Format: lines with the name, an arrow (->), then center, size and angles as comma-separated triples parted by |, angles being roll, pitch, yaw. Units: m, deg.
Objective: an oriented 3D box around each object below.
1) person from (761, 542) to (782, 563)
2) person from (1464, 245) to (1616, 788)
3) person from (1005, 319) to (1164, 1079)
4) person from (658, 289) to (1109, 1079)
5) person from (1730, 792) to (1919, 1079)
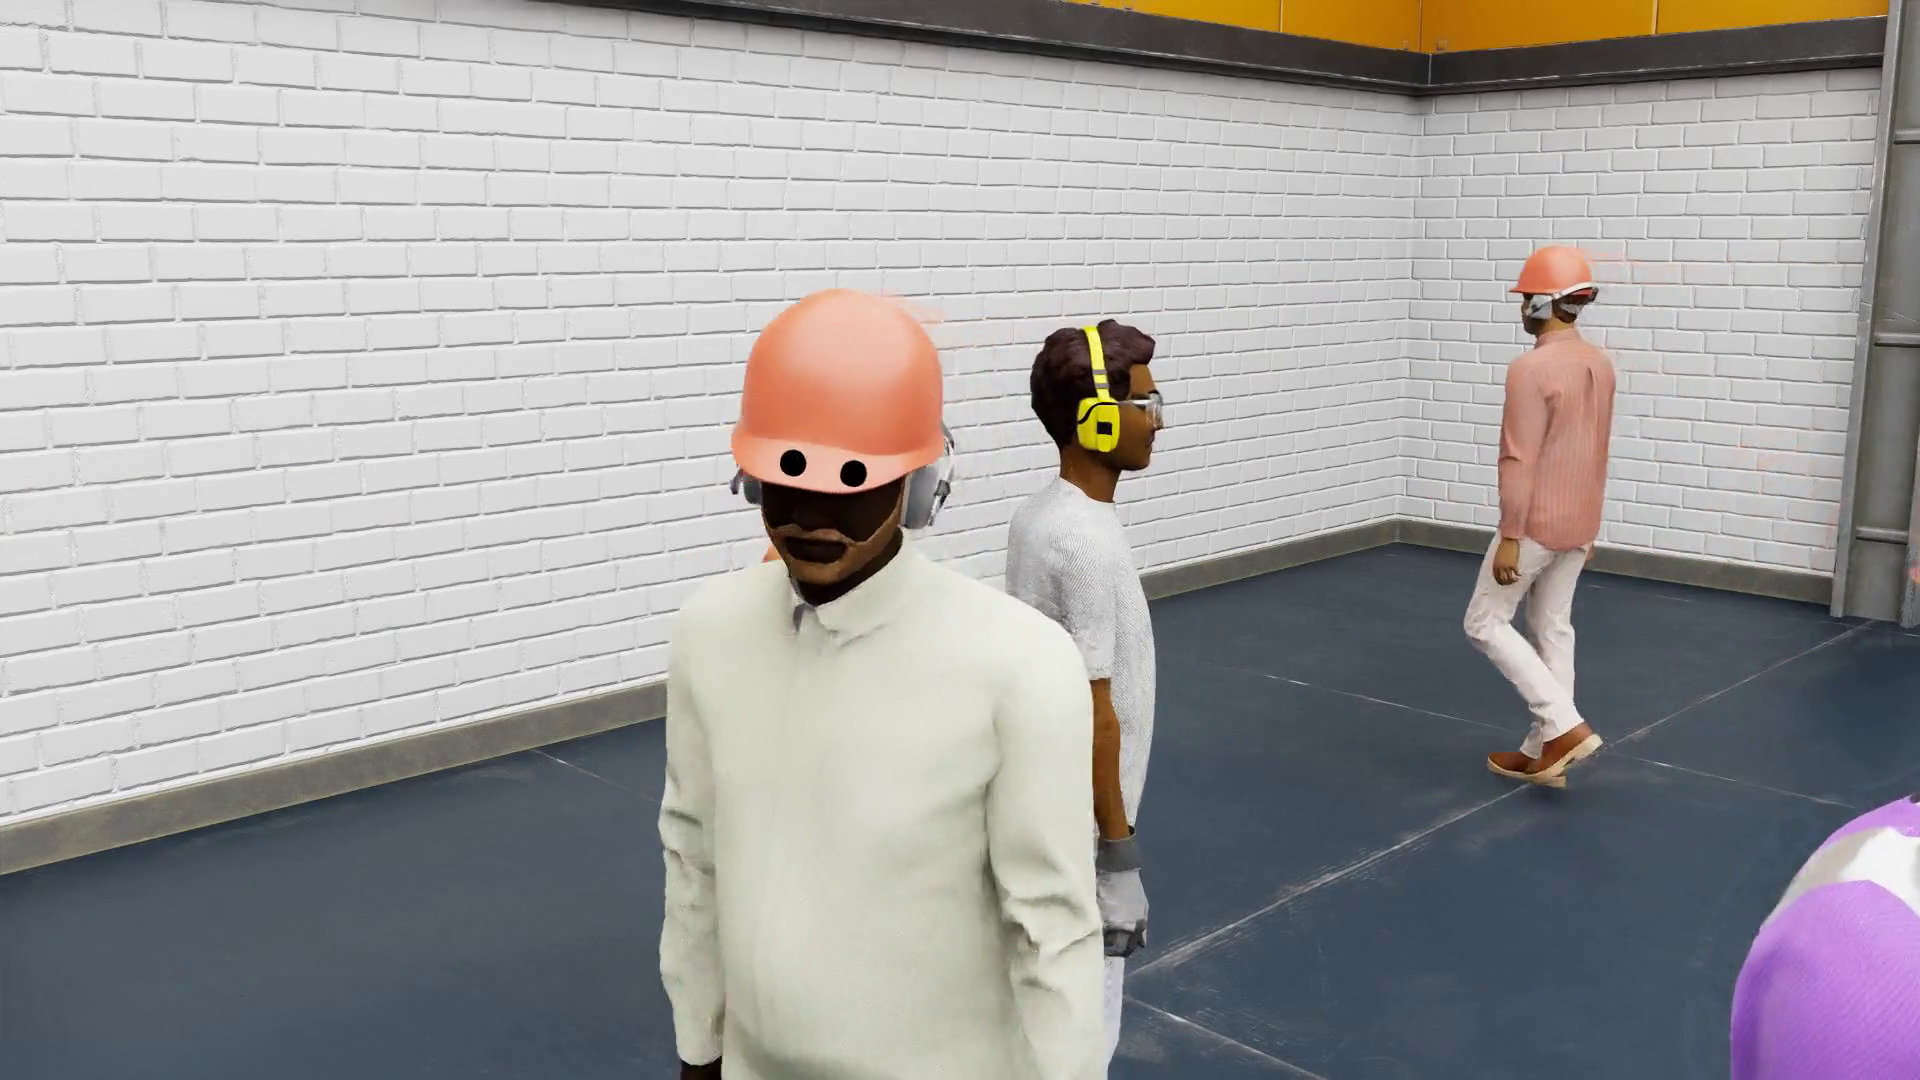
person -> -0.344, 0.425, 4.271 | 0.841, 1.662, 0.534 | 4, 11, 20
person -> 2.123, -0.061, 6.023 | 0.643, 1.981, 0.465 | -9, 13, -39
person -> 0.249, 0.529, 3.119 | 0.328, 1.875, 0.513 | -2, 11, -9
person -> -0.076, 0.660, 2.150 | 0.647, 1.969, 0.690 | 7, 13, 35
person -> 0.771, 0.805, 1.526 | 0.566, 1.911, 0.730 | -7, 13, -34
